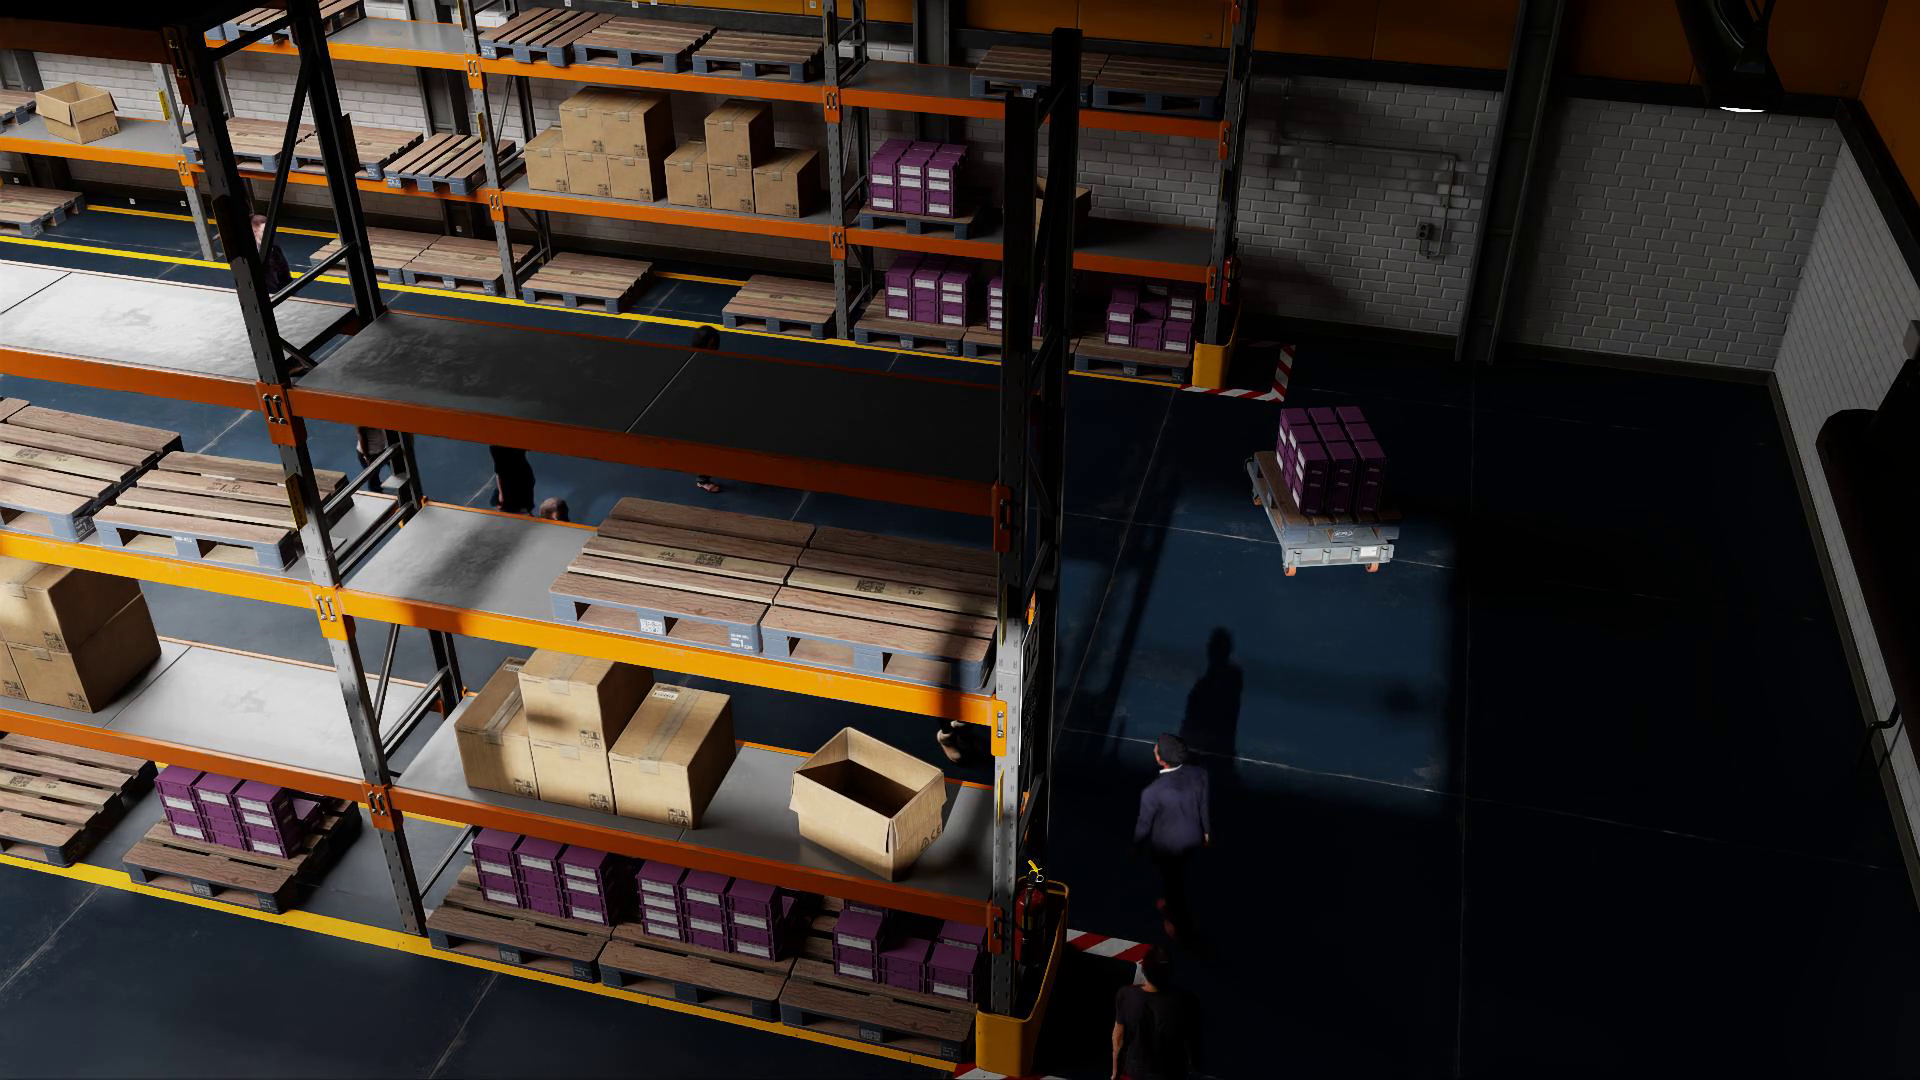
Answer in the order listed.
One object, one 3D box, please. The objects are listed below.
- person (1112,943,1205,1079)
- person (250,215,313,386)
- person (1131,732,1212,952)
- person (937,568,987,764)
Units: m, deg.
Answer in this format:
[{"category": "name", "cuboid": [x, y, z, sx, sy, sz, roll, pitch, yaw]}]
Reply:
[{"category": "person", "cuboid": [1.039, 2.924, 8.963, 1.115, 1.726, 0.761, 12, 35, 17]}, {"category": "person", "cuboid": [-6.983, -2.440, 16.926, 0.652, 1.844, 0.723, 2, 34, 3]}, {"category": "person", "cuboid": [1.395, 1.958, 10.435, 0.816, 1.704, 0.875, -17, 37, -23]}, {"category": "person", "cuboid": [-0.082, 0.841, 12.154, 0.763, 1.662, 0.701, 23, 40, 30]}]
